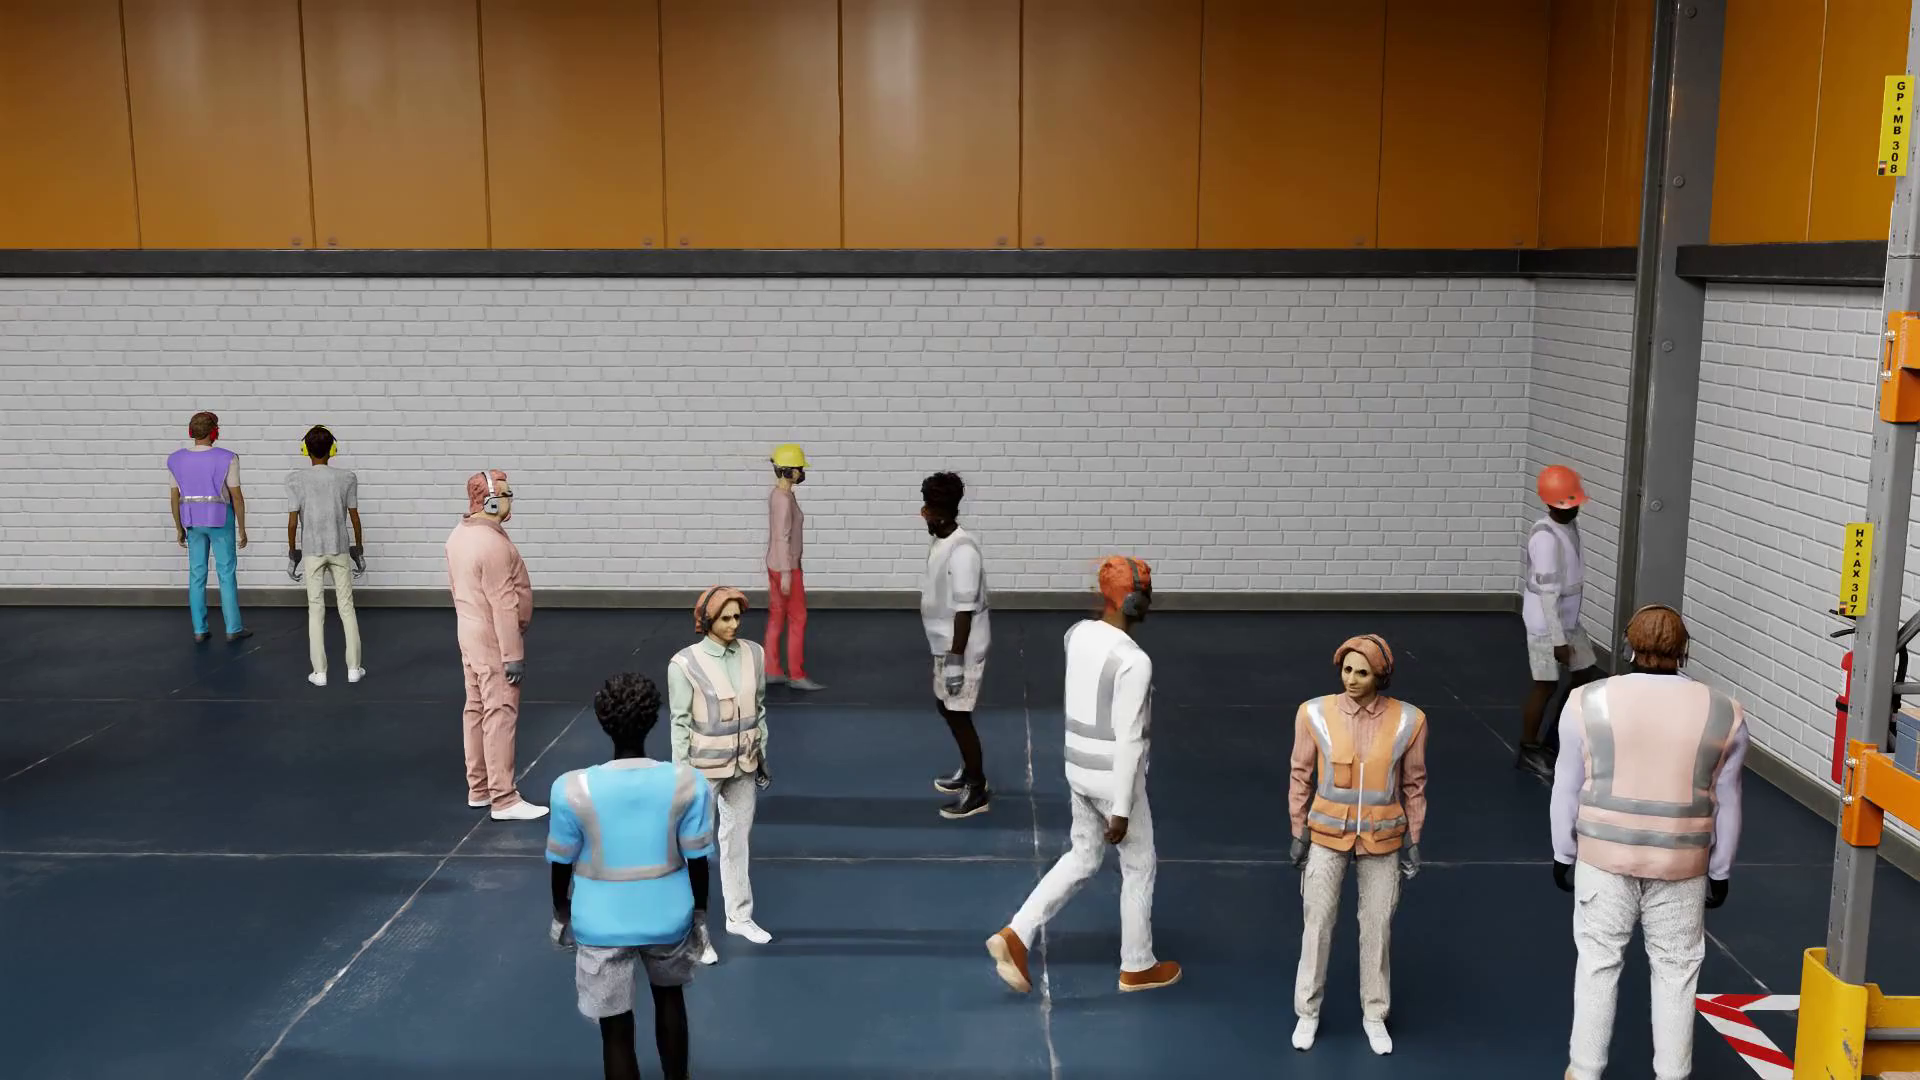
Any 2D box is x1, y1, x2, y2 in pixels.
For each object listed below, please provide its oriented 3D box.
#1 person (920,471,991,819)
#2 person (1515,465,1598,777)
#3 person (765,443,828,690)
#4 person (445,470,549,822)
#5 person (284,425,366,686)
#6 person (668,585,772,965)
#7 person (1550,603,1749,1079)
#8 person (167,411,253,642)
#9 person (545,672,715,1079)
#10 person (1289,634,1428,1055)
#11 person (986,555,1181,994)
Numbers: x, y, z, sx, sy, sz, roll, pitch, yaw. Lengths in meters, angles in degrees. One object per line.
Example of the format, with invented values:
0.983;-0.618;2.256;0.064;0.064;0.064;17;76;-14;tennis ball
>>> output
-0.020;0.565;9.037;0.477;1.923;0.672;-2;10;-13;person
3.465;0.484;9.672;0.439;1.882;0.653;9;13;43;person
-1.191;0.190;11.795;0.418;1.762;0.541;-2;10;-12;person
-2.523;0.568;9.065;0.406;1.911;0.639;-7;12;-37;person
-4.548;0.110;11.929;0.532;1.868;0.310;-4;10;-24;person
-1.046;1.004;7.264;0.307;1.638;0.512;9;13;42;person
2.428;1.132;5.924;0.631;1.835;0.430;3;10;16;person
-5.972;-0.097;13.233;0.566;1.846;0.387;0;9;-3;person
-1.109;1.267;5.578;0.539;1.681;0.520;-4;10;-20;person
1.513;1.156;6.357;0.514;1.636;0.315;2;10;9;person
0.530;0.979;6.764;0.784;1.858;0.570;-5;11;-28;person
